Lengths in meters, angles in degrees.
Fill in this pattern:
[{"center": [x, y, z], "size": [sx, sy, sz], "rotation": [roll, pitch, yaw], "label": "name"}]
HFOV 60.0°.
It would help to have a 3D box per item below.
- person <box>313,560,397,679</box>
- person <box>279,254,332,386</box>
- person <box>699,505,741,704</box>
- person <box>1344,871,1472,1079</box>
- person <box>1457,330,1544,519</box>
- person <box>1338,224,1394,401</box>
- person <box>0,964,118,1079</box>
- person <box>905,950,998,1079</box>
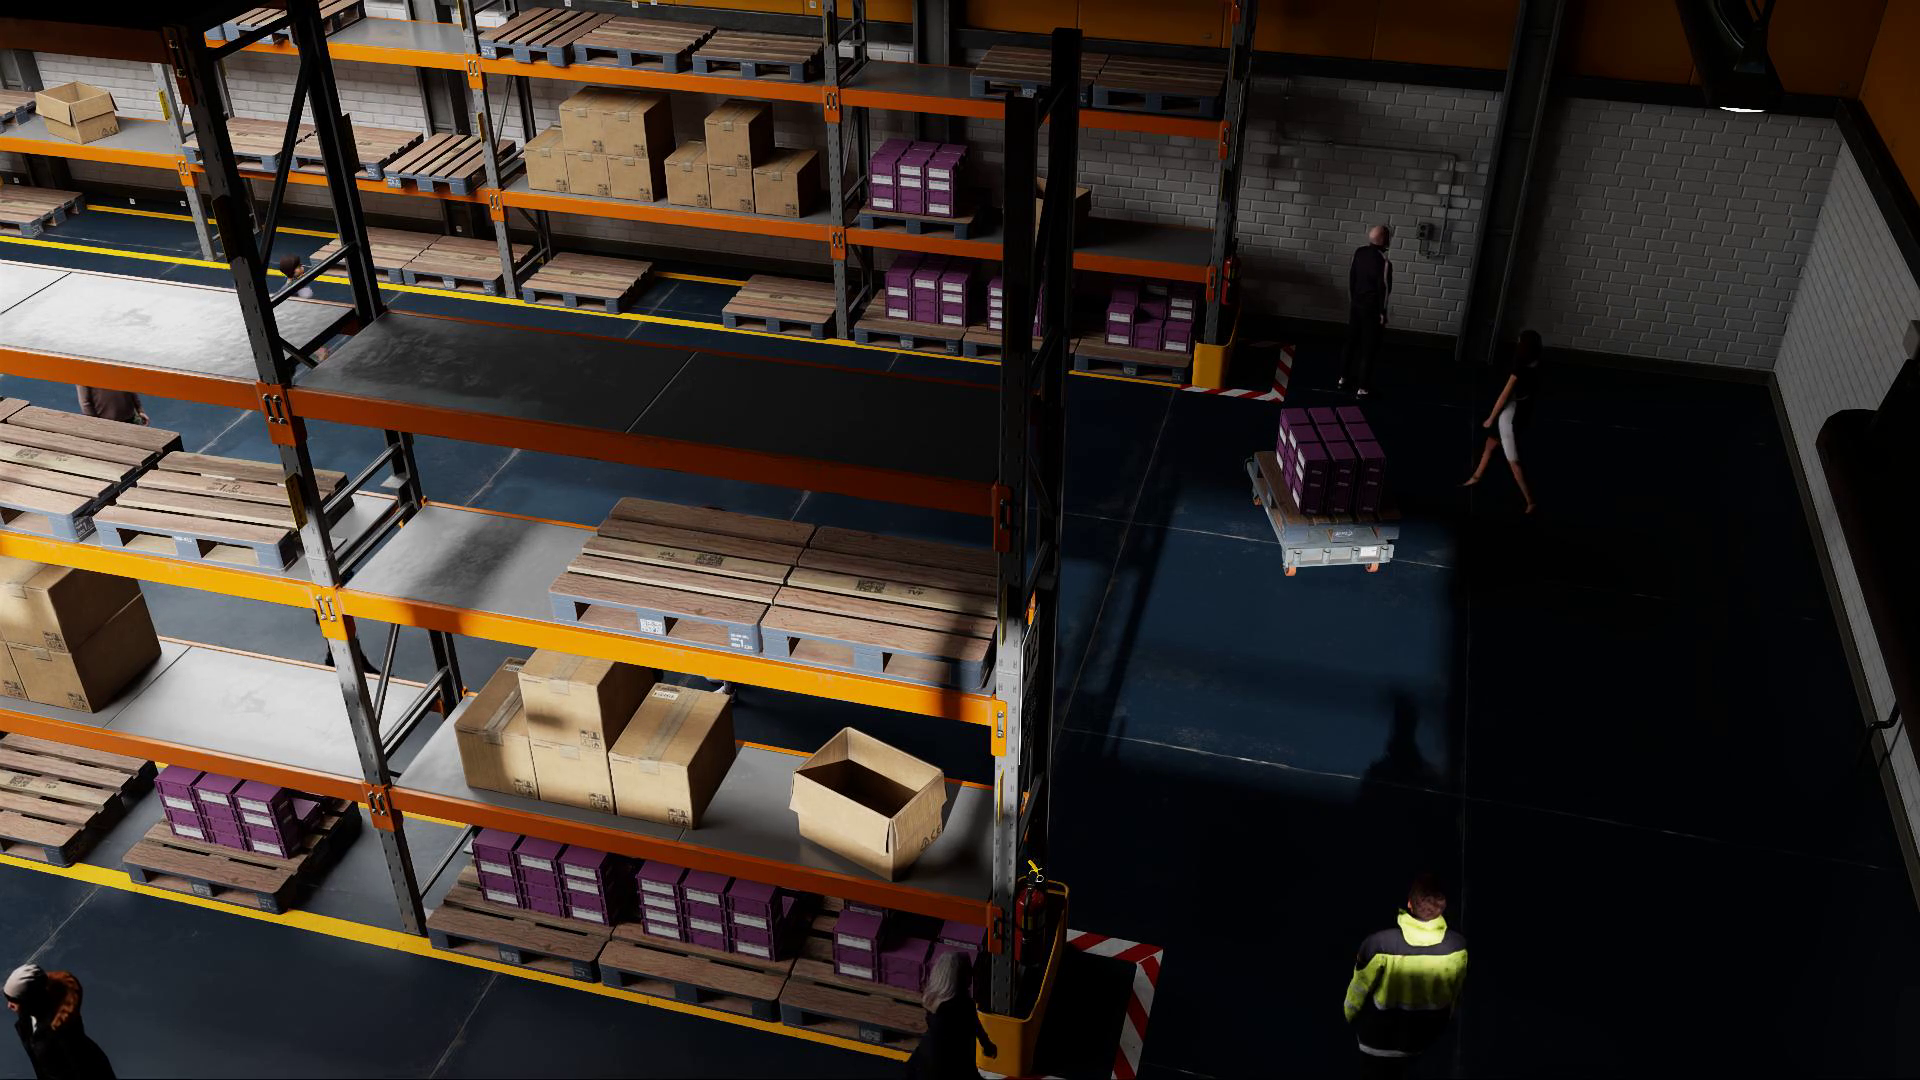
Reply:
[{"center": [-4.880, 0.498, 12.901], "size": [0.947, 1.408, 0.581], "rotation": [11, 35, 16], "label": "person"}, {"center": [-6.687, -2.150, 16.786], "size": [1.111, 1.516, 0.831], "rotation": [-4, 34, -6], "label": "person"}, {"center": [-1.851, 0.479, 12.619], "size": [0.602, 1.749, 0.642], "rotation": [1, 34, 2], "label": "person"}, {"center": [2.440, 2.668, 9.144], "size": [1.249, 1.953, 1.105], "rotation": [-3, 34, -5], "label": "person"}, {"center": [4.990, -0.987, 14.822], "size": [1.176, 1.753, 0.932], "rotation": [28, 43, 35], "label": "person"}, {"center": [4.096, -2.311, 16.738], "size": [0.811, 1.837, 0.757], "rotation": [-17, 37, -24], "label": "person"}, {"center": [-4.825, 2.900, 9.084], "size": [0.615, 1.632, 0.744], "rotation": [18, 38, 25], "label": "person"}, {"center": [-0.156, 2.873, 9.072], "size": [1.222, 1.689, 0.796], "rotation": [1, 34, 1], "label": "person"}]
